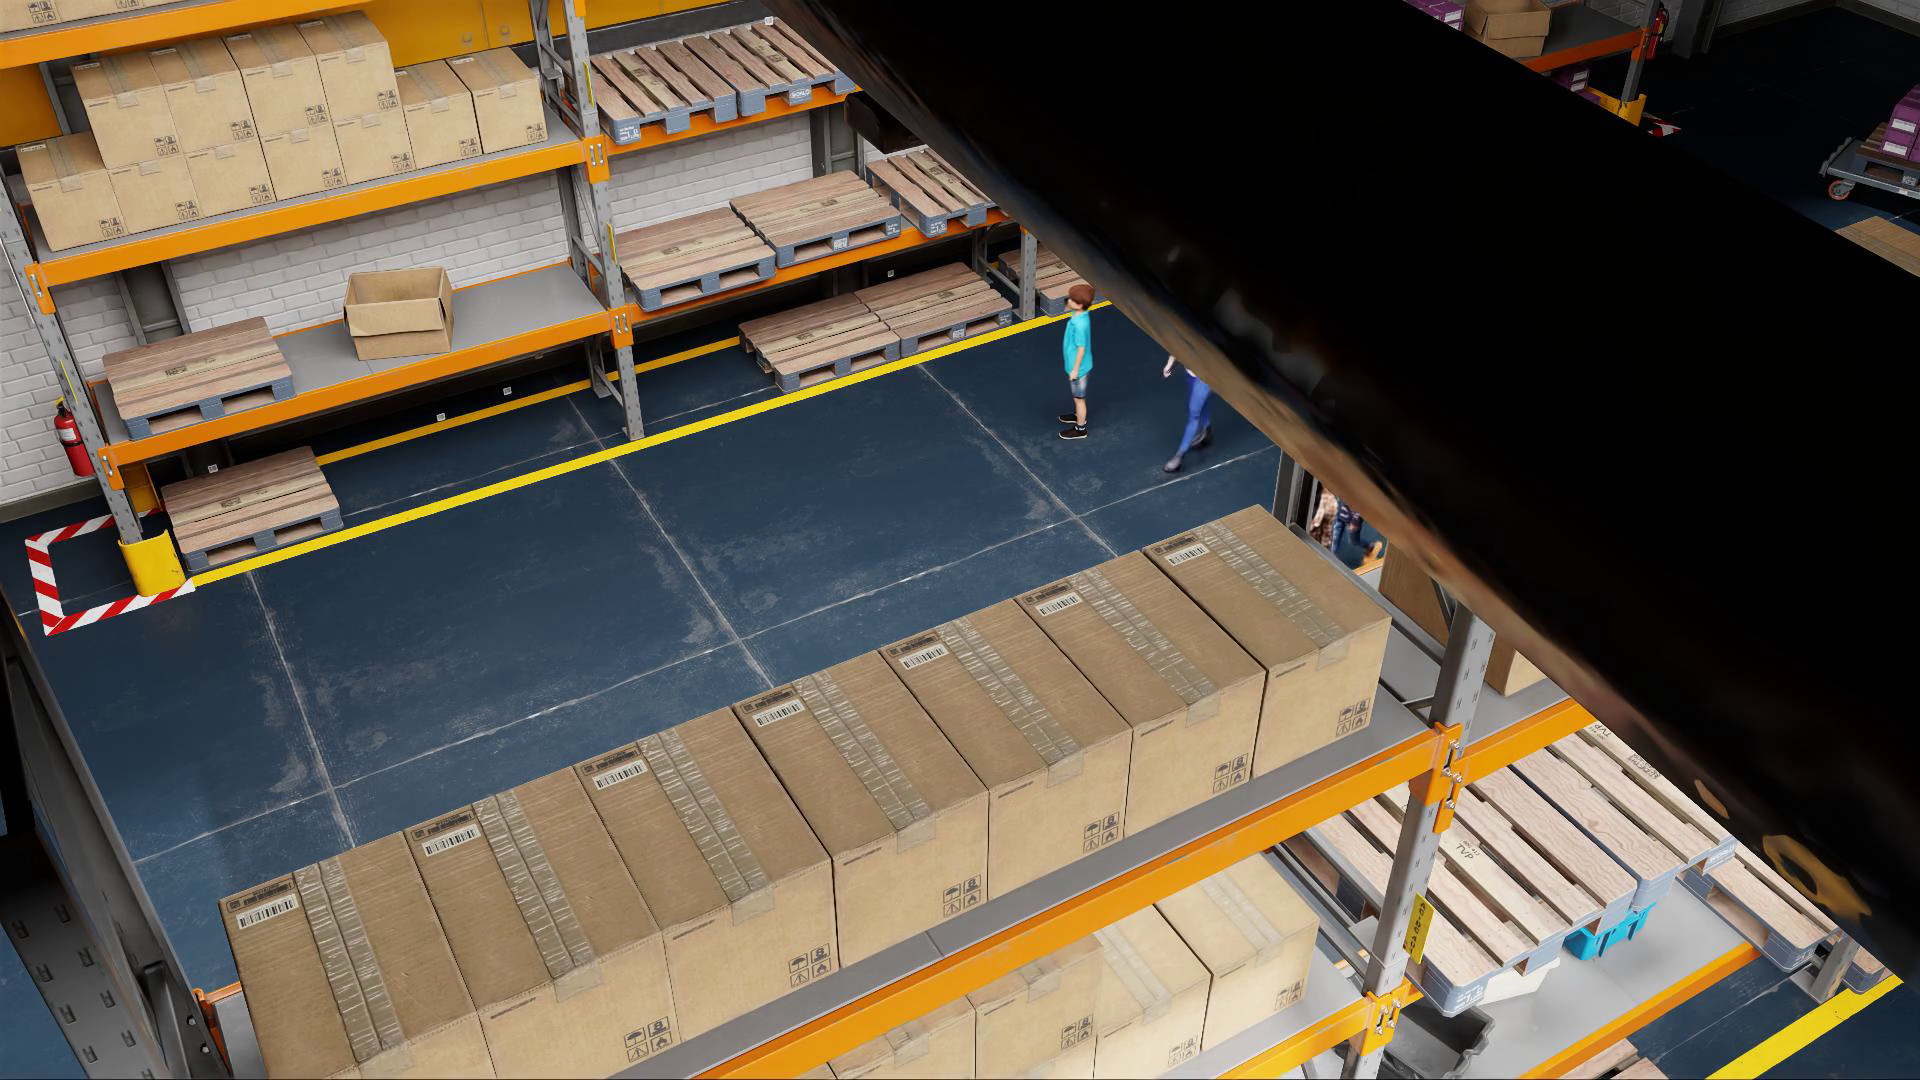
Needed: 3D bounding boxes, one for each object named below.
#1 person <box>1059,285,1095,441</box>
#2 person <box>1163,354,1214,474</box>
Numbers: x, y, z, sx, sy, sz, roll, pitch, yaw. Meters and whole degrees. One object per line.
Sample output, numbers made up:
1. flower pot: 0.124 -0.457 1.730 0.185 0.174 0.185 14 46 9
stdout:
1. person: 1.012 -1.528 14.095 0.632 1.448 0.598 3 39 4
2. person: 2.040 -1.413 13.787 1.041 1.654 0.767 -29 47 -31
